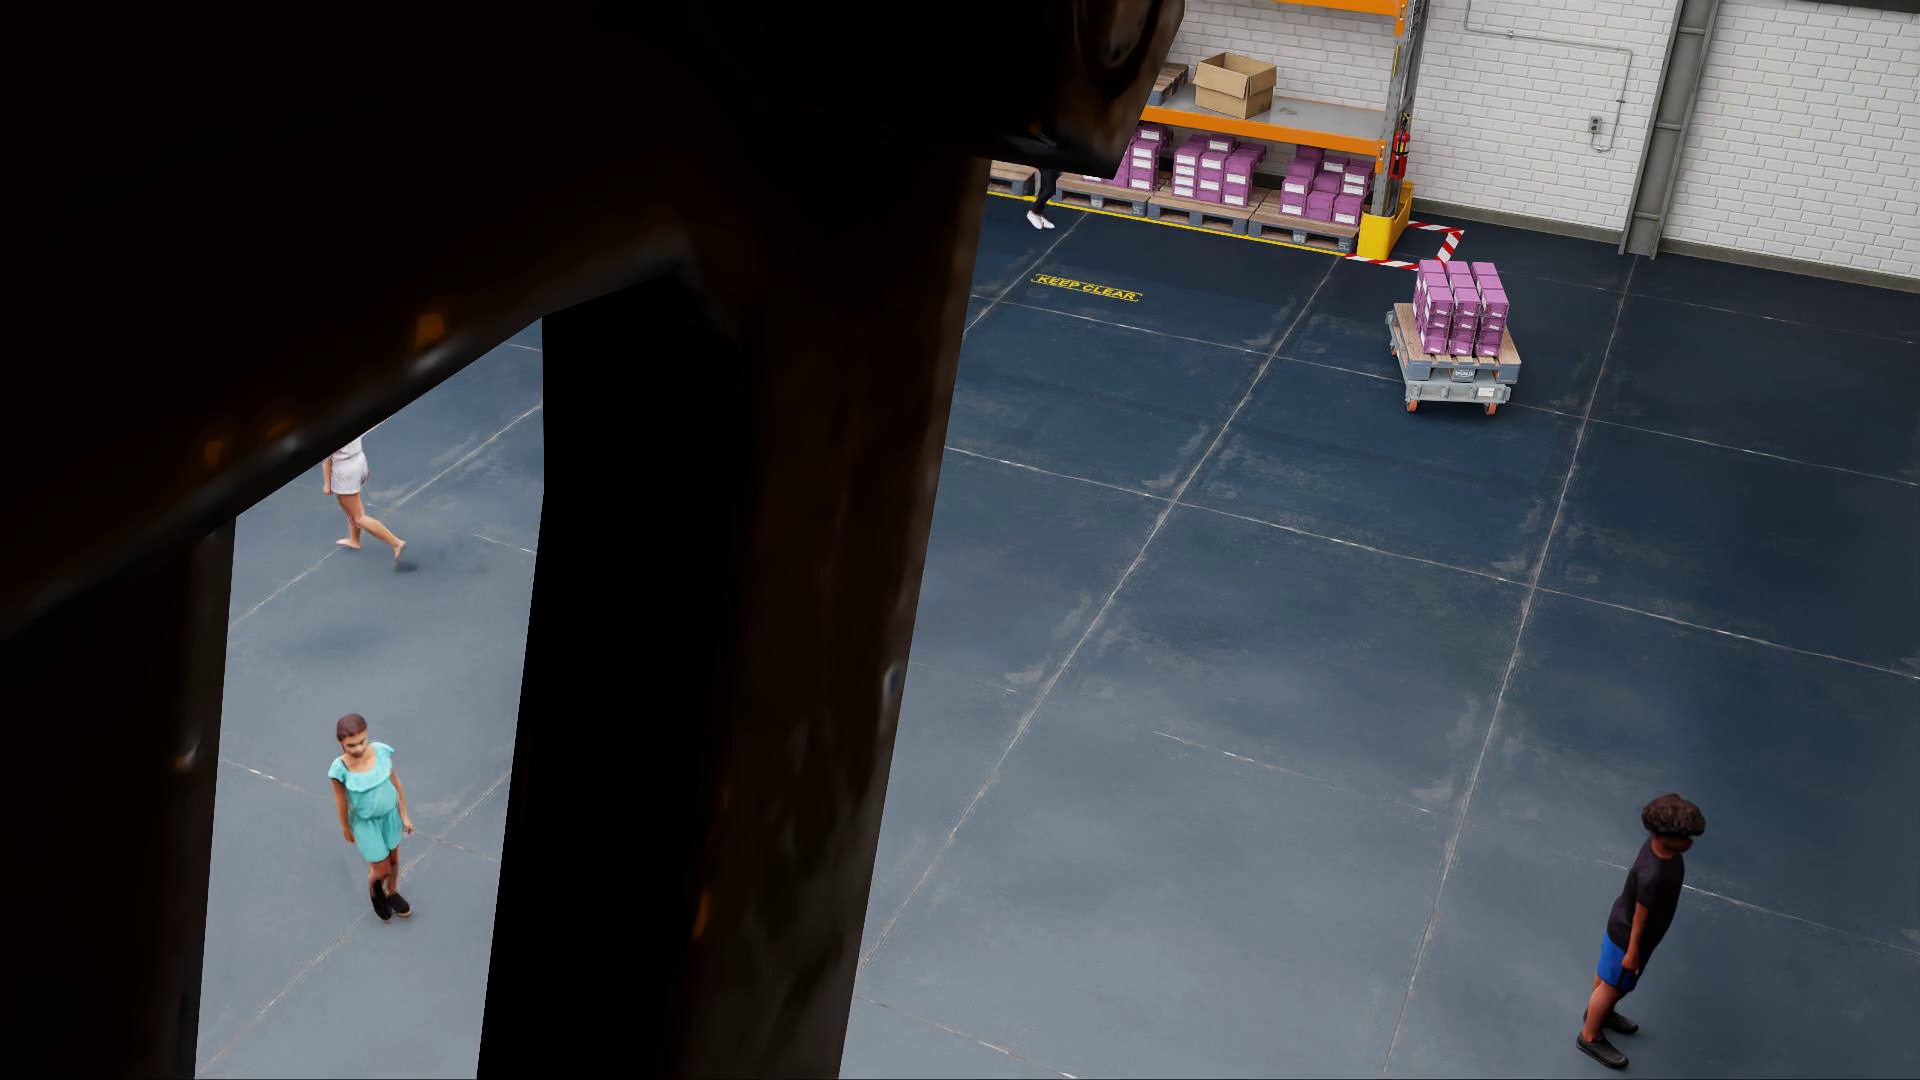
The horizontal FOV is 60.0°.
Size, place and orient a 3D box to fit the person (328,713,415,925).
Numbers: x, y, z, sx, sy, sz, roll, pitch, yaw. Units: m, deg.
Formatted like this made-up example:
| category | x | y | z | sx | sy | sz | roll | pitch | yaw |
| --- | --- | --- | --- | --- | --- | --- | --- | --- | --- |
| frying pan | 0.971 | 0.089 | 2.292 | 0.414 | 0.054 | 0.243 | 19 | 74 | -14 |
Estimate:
| category | x | y | z | sx | sy | sz | roll | pitch | yaw |
| --- | --- | --- | --- | --- | --- | --- | --- | --- | --- |
| person | -3.525 | 1.614 | 9.940 | 0.628 | 1.548 | 0.658 | -26 | 41 | -33 |

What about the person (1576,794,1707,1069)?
| category | x | y | z | sx | sy | sz | roll | pitch | yaw |
| --- | --- | --- | --- | --- | --- | --- | --- | --- | --- |
| person | 3.661 | 2.085 | 9.010 | 0.562 | 1.793 | 0.629 | 18 | 38 | 25 |

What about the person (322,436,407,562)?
| category | x | y | z | sx | sy | sz | roll | pitch | yaw |
| --- | --- | --- | --- | --- | --- | --- | --- | --- | --- |
| person | -4.758 | -0.514 | 13.108 | 1.005 | 1.585 | 0.665 | 9 | 35 | 14 |
